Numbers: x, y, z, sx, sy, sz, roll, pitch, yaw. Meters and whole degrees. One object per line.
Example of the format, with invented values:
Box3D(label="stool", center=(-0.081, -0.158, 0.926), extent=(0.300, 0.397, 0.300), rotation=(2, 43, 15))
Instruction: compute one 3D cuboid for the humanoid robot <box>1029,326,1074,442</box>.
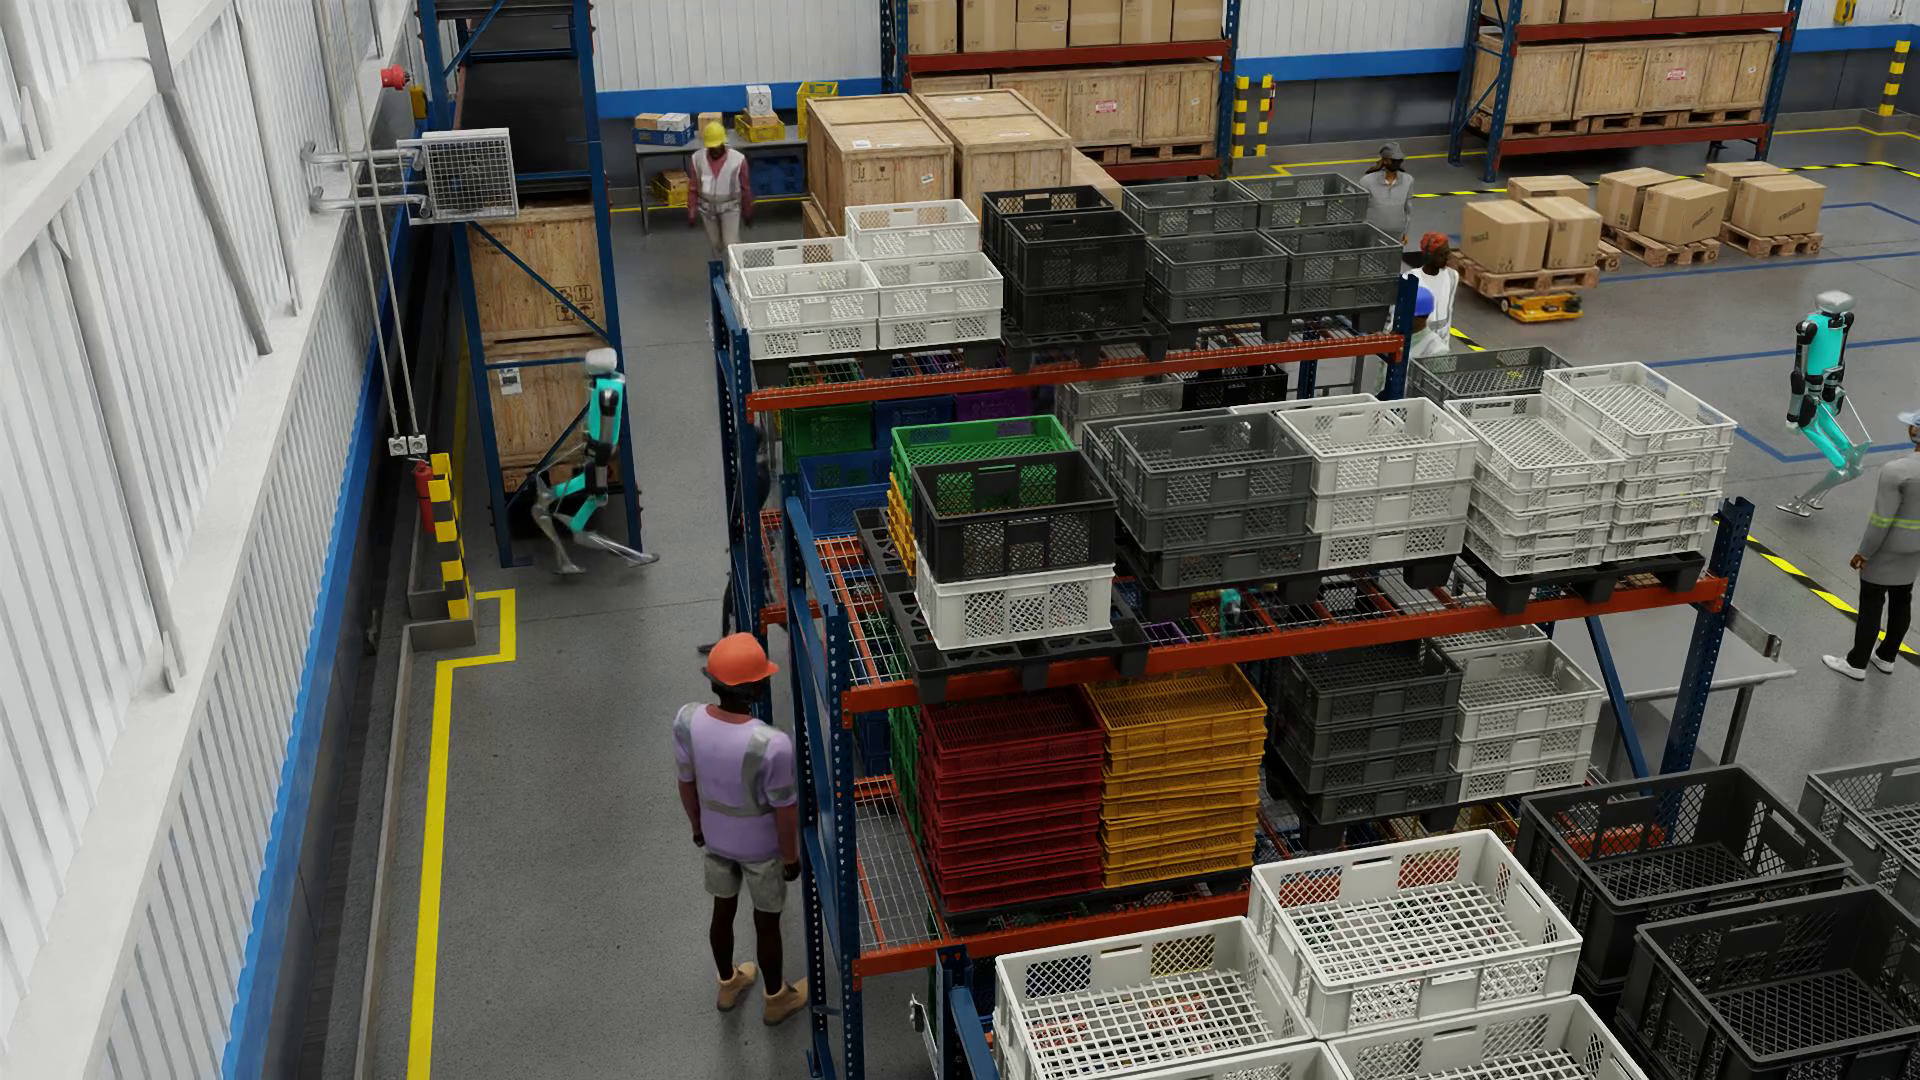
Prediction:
Box3D(label="humanoid robot", center=(0.658, -1.083, 12.662), extent=(0.769, 1.654, 0.613), rotation=(-11, 30, -20))

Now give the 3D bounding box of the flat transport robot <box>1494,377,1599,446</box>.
Box3D(label="flat transport robot", center=(4.780, -1.036, 14.013), extent=(0.659, 0.231, 1.431), rotation=(-6, 28, -12))

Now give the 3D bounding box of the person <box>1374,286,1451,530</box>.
Box3D(label="person", center=(3.208, -0.914, 11.994), extent=(0.411, 1.940, 0.610), rotation=(-14, 31, -24))

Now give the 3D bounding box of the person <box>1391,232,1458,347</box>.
Box3D(label="person", center=(3.655, -1.521, 13.200), extent=(0.583, 1.881, 0.345), rotation=(-12, 30, -21))

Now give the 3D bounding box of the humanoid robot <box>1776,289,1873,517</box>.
Box3D(label="humanoid robot", center=(6.380, -0.939, 12.105), extent=(0.533, 1.680, 0.735), rotation=(-15, 31, -26))

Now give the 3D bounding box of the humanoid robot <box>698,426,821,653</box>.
Box3D(label="humanoid robot", center=(-1.308, 0.047, 10.524), extent=(0.793, 1.644, 0.598), rotation=(-6, 28, -11))

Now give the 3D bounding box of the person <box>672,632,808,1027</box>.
Box3D(label="person", center=(-0.984, 1.333, 7.621), extent=(0.607, 2.040, 0.391), rotation=(14, 31, 24))

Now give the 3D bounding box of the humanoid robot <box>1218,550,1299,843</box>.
Box3D(label="humanoid robot", center=(1.694, 0.953, 8.784), extent=(0.770, 1.897, 0.552), rotation=(8, 29, 14))

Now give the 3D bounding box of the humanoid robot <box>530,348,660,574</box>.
Box3D(label="humanoid robot", center=(-2.598, -0.460, 11.318), extent=(0.985, 1.721, 0.557), rotation=(-6, 28, -11))

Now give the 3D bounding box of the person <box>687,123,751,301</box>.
Box3D(label="person", center=(-2.410, -3.231, 16.528), extent=(0.601, 1.796, 0.772), rotation=(3, 28, 6))

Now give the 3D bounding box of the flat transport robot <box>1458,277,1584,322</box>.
Box3D(label="flat transport robot", center=(5.652, -2.553, 16.861), extent=(0.652, 0.197, 1.431), rotation=(-6, 28, -12))

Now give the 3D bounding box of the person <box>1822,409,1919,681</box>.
Box3D(label="person", center=(5.801, 0.010, 10.329), extent=(0.597, 1.850, 0.387), rotation=(-8, 29, -15))

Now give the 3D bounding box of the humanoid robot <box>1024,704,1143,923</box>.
Box3D(label="humanoid robot", center=(0.437, 1.397, 7.922), extent=(0.806, 1.848, 0.559), rotation=(-19, 33, -32))

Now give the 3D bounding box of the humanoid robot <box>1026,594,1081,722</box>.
Box3D(label="humanoid robot", center=(0.691, 0.985, 8.595), extent=(0.587, 1.751, 0.773), rotation=(24, 36, 38))

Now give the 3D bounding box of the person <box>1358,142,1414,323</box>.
Box3D(label="person", center=(4.059, -2.966, 16.062), extent=(0.571, 1.769, 0.397), rotation=(-3, 28, -6))
